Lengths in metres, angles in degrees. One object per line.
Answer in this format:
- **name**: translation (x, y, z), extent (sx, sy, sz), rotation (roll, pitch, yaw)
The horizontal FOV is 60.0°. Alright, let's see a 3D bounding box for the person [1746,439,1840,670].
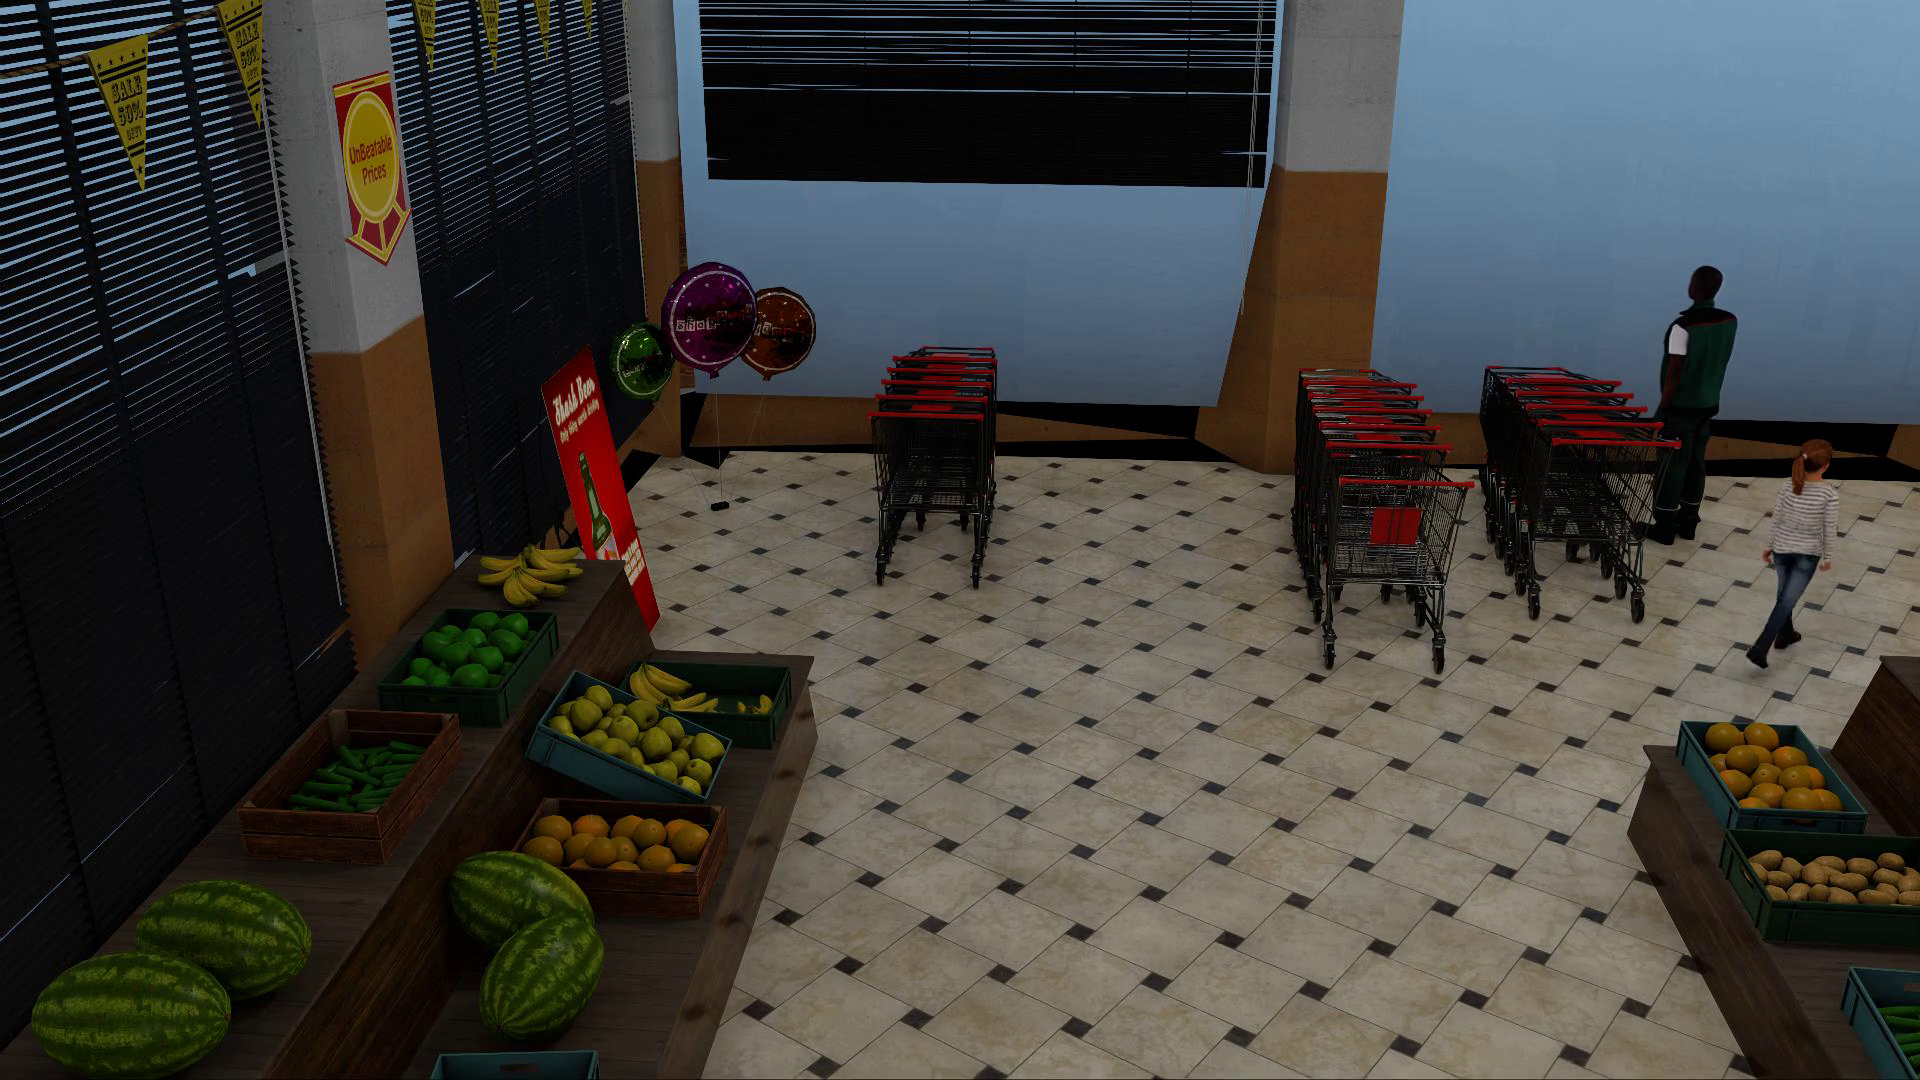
- **person**: translation (4.563, 0.103, 9.139), extent (0.943, 1.288, 0.874), rotation (-18, 28, -37)

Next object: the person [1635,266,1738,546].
- **person**: translation (4.745, -0.873, 10.831), extent (0.779, 1.838, 0.776), rotation (-10, 24, -23)
